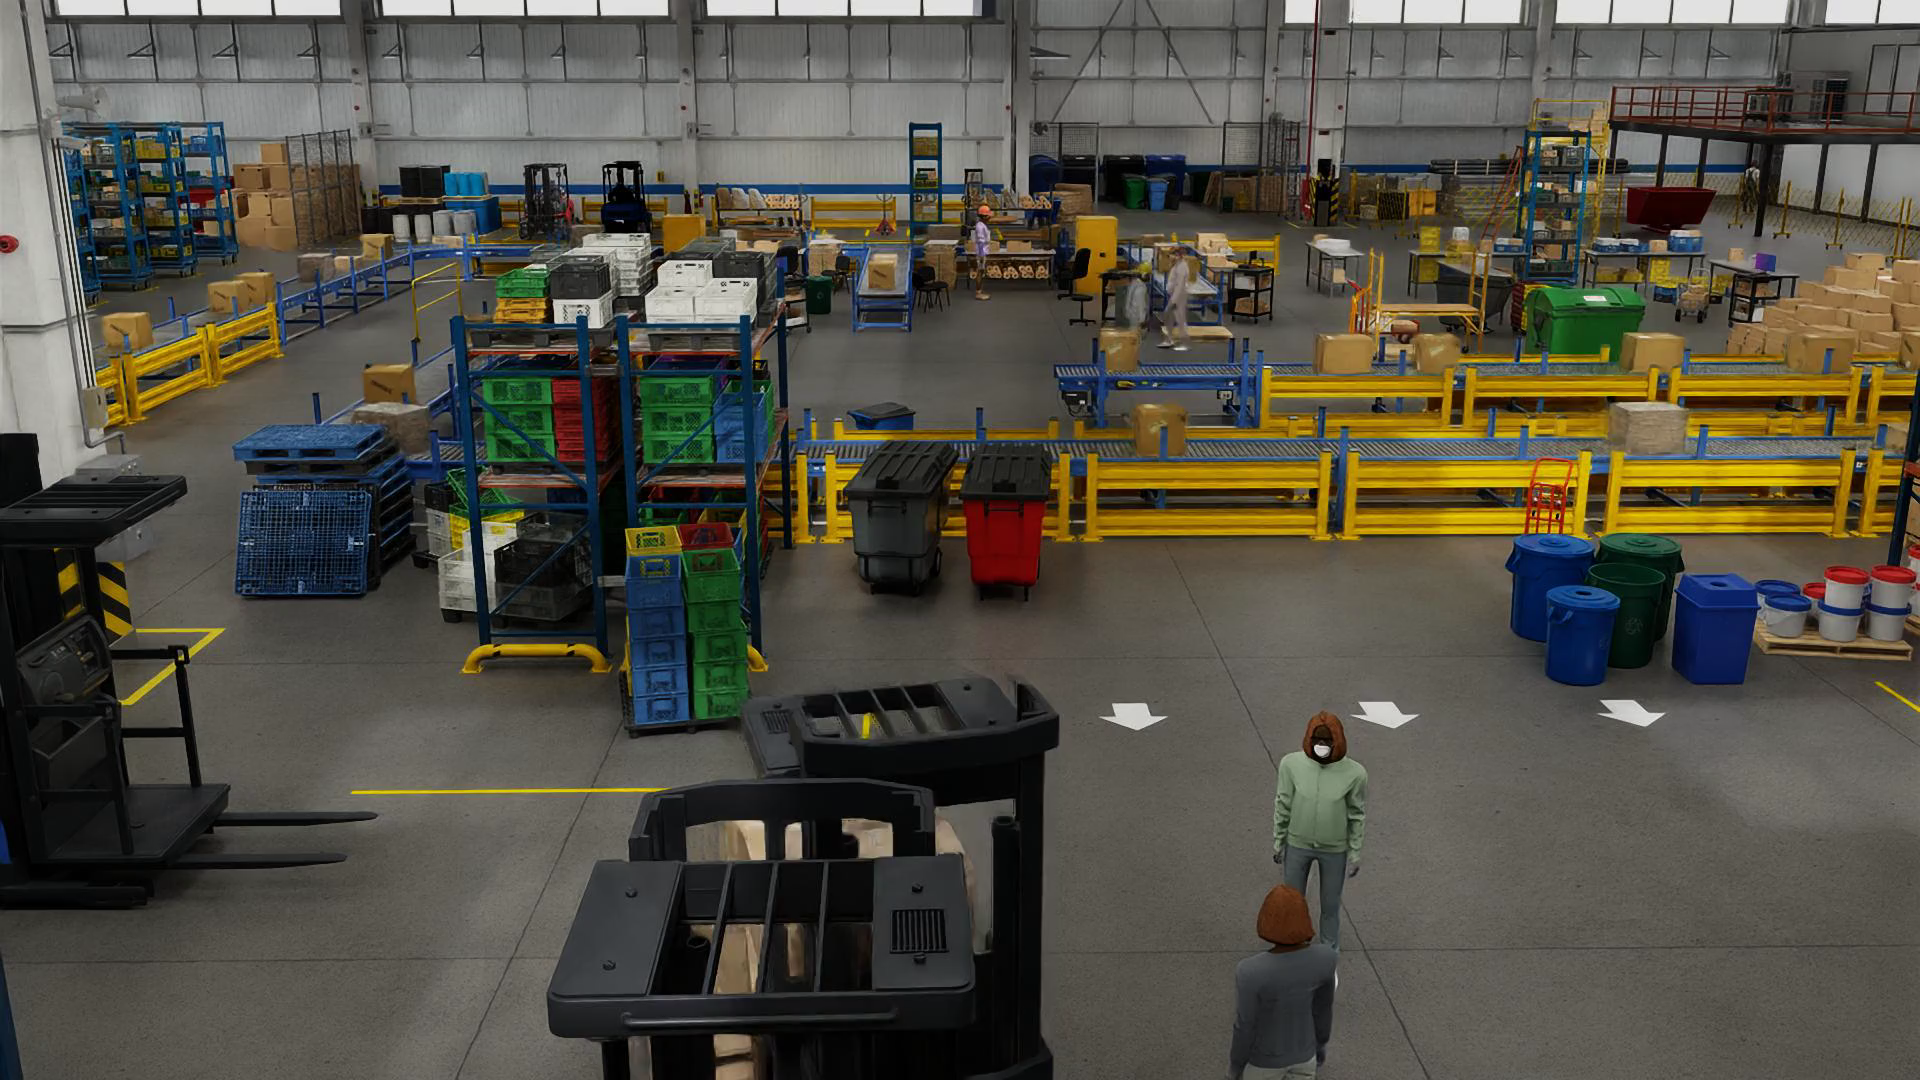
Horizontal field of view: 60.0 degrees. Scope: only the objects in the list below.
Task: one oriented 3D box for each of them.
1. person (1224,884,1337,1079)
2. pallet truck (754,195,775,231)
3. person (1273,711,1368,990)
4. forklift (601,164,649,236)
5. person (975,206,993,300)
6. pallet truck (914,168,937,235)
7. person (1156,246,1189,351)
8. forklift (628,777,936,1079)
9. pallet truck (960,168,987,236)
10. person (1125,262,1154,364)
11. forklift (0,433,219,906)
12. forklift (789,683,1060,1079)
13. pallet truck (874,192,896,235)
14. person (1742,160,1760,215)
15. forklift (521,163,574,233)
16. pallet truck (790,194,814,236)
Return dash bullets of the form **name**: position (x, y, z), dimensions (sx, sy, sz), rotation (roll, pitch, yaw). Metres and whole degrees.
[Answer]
- **person**: position (1.409, 2.284, 7.356), dimensions (0.509, 1.632, 0.269), rotation (-6, 17, -20)
- **pallet truck**: position (-6.051, -9.967, 50.660), dimensions (0.680, 1.201, 1.601), rotation (0, 16, -1)
- **person**: position (1.994, 1.726, 9.296), dimensions (0.497, 1.633, 0.284), rotation (5, 17, 16)
- **forklift**: position (-9.948, -10.127, 49.296), dimensions (1.157, 1.987, 2.680), rotation (-1, 16, -3)
- **person**: position (0.522, -6.279, 36.394), dimensions (0.393, 2.041, 0.613), rotation (1, 16, 5)
- **pallet truck**: position (-0.989, -10.316, 50.507), dimensions (0.823, 1.965, 1.885), rotation (1, 16, 3)
- **person**: position (3.835, -4.356, 29.989), dimensions (0.733, 1.876, 0.677), rotation (1, 16, 3)
- **forklift**: position (-0.542, 2.165, 5.552), dimensions (1.129, 2.768, 1.873), rotation (-1, 16, -2)
- **pallet truck**: position (0.383, -10.230, 50.206), dimensions (0.823, 1.965, 1.885), rotation (-1, 16, -3)
- **person**: position (3.030, -3.801, 28.210), dimensions (0.489, 1.806, 0.607), rotation (0, 16, 1)
- **forklift**: position (-5.952, 0.780, 10.366), dimensions (1.873, 2.768, 1.129), rotation (0, 16, -1)
- **forklift**: position (-0.127, 1.937, 6.342), dimensions (1.129, 2.768, 1.873), rotation (-4, 17, -14)
- **pallet truck**: position (-2.277, -9.986, 50.594), dimensions (0.653, 1.274, 1.630), rotation (0, 16, -1)
- **person**: position (27.024, -12.034, 56.764), dimensions (0.347, 1.843, 0.512), rotation (-10, 19, -31)
- **forklift**: position (-12.233, -10.122, 49.298), dimensions (1.157, 1.987, 2.680), rotation (0, 16, -1)
- **pallet truck**: position (-4.814, -9.883, 50.259), dimensions (0.704, 1.261, 1.522), rotation (-1, 16, -3)
